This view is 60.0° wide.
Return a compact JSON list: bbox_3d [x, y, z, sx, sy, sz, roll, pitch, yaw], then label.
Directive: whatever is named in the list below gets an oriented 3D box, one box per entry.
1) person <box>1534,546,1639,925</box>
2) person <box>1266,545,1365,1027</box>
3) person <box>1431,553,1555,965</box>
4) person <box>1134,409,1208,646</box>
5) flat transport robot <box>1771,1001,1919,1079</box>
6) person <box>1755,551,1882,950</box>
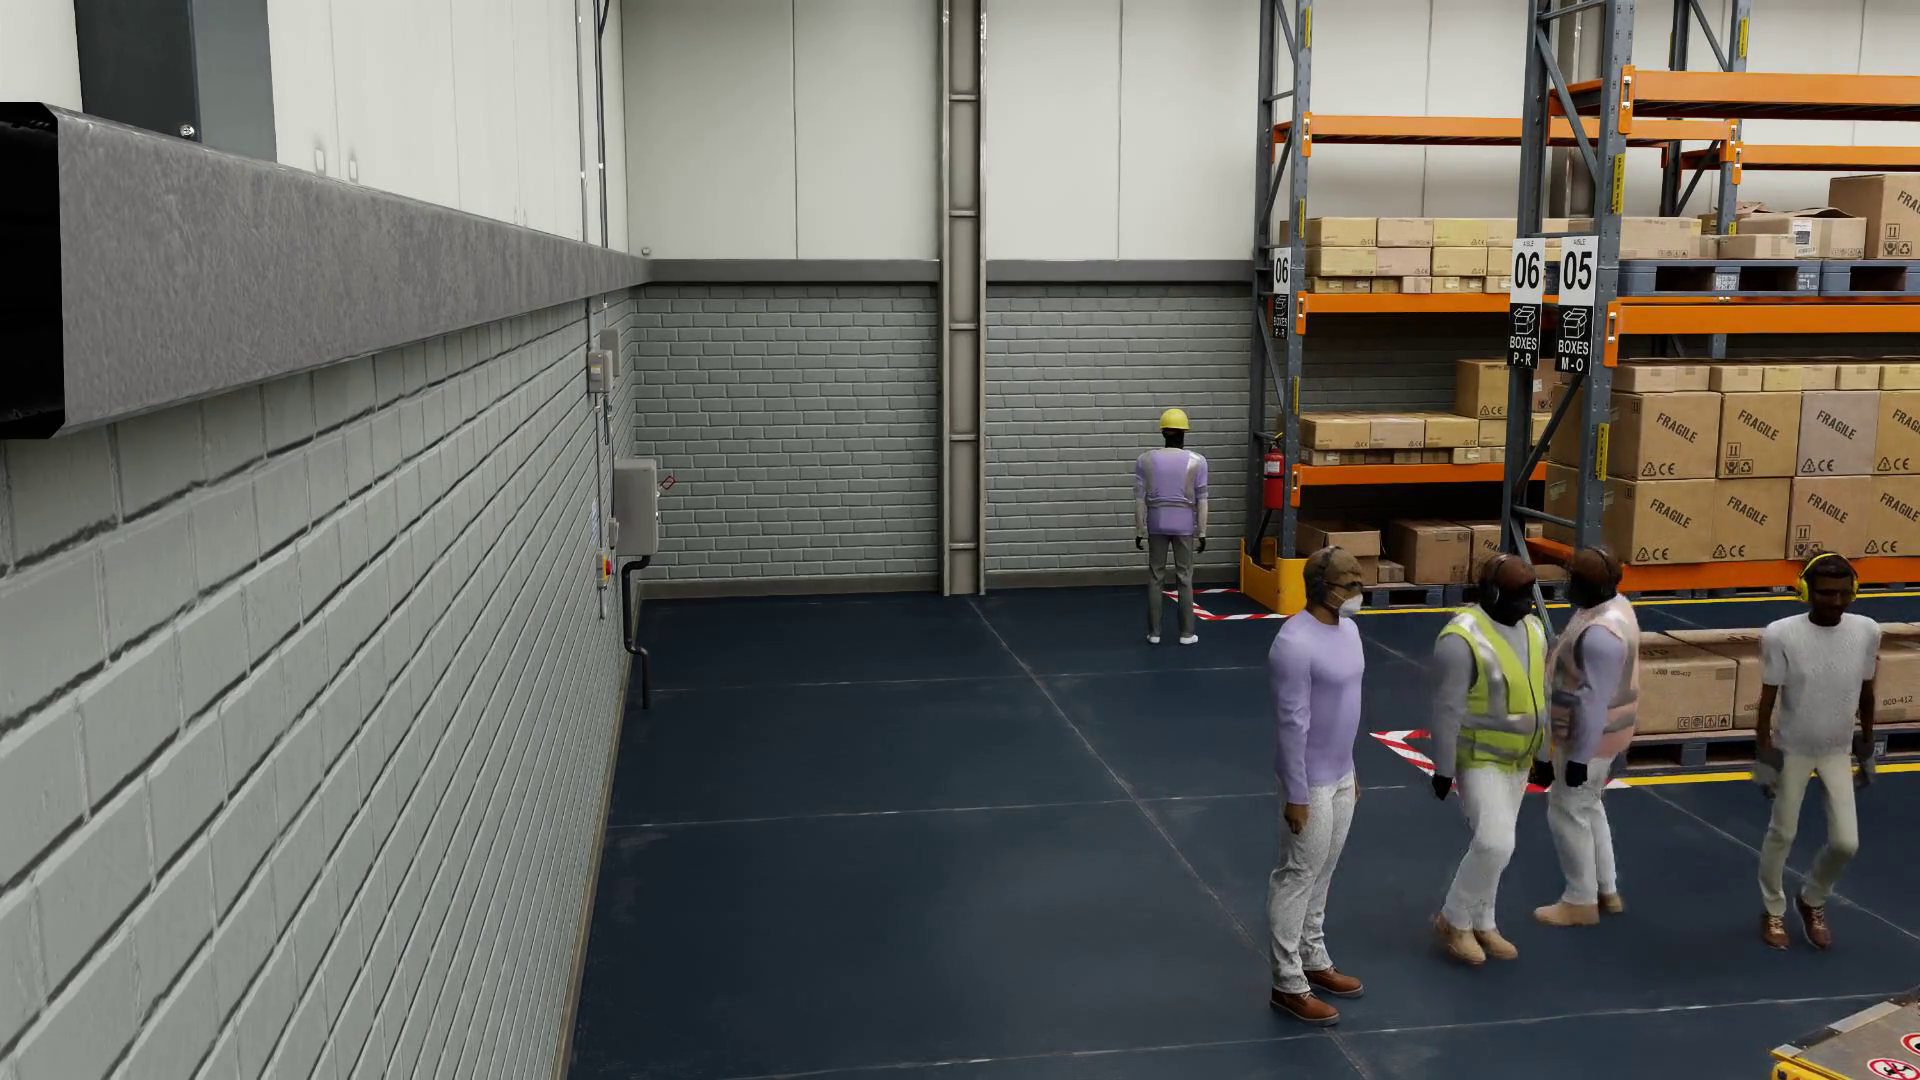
[{"bbox_3d":[2.891,0.903,7.672,0.436,1.803,0.729,4,10,24],"label":"person"},{"bbox_3d":[1.468,0.976,6.795,0.372,1.939,0.631,6,11,33],"label":"person"},{"bbox_3d":[2.340,0.956,7.285,0.630,1.827,0.450,-7,12,-38],"label":"person"},{"bbox_3d":[1.706,-0.100,13.469,0.590,1.923,0.383,2,9,13],"label":"person"},{"bbox_3d":[3.473,1.939,5.982,1.431,0.197,0.652,-6,11,-32],"label":"flat transport robot"},{"bbox_3d":[3.780,0.938,7.341,0.560,1.833,0.498,1,9,7],"label":"person"}]
